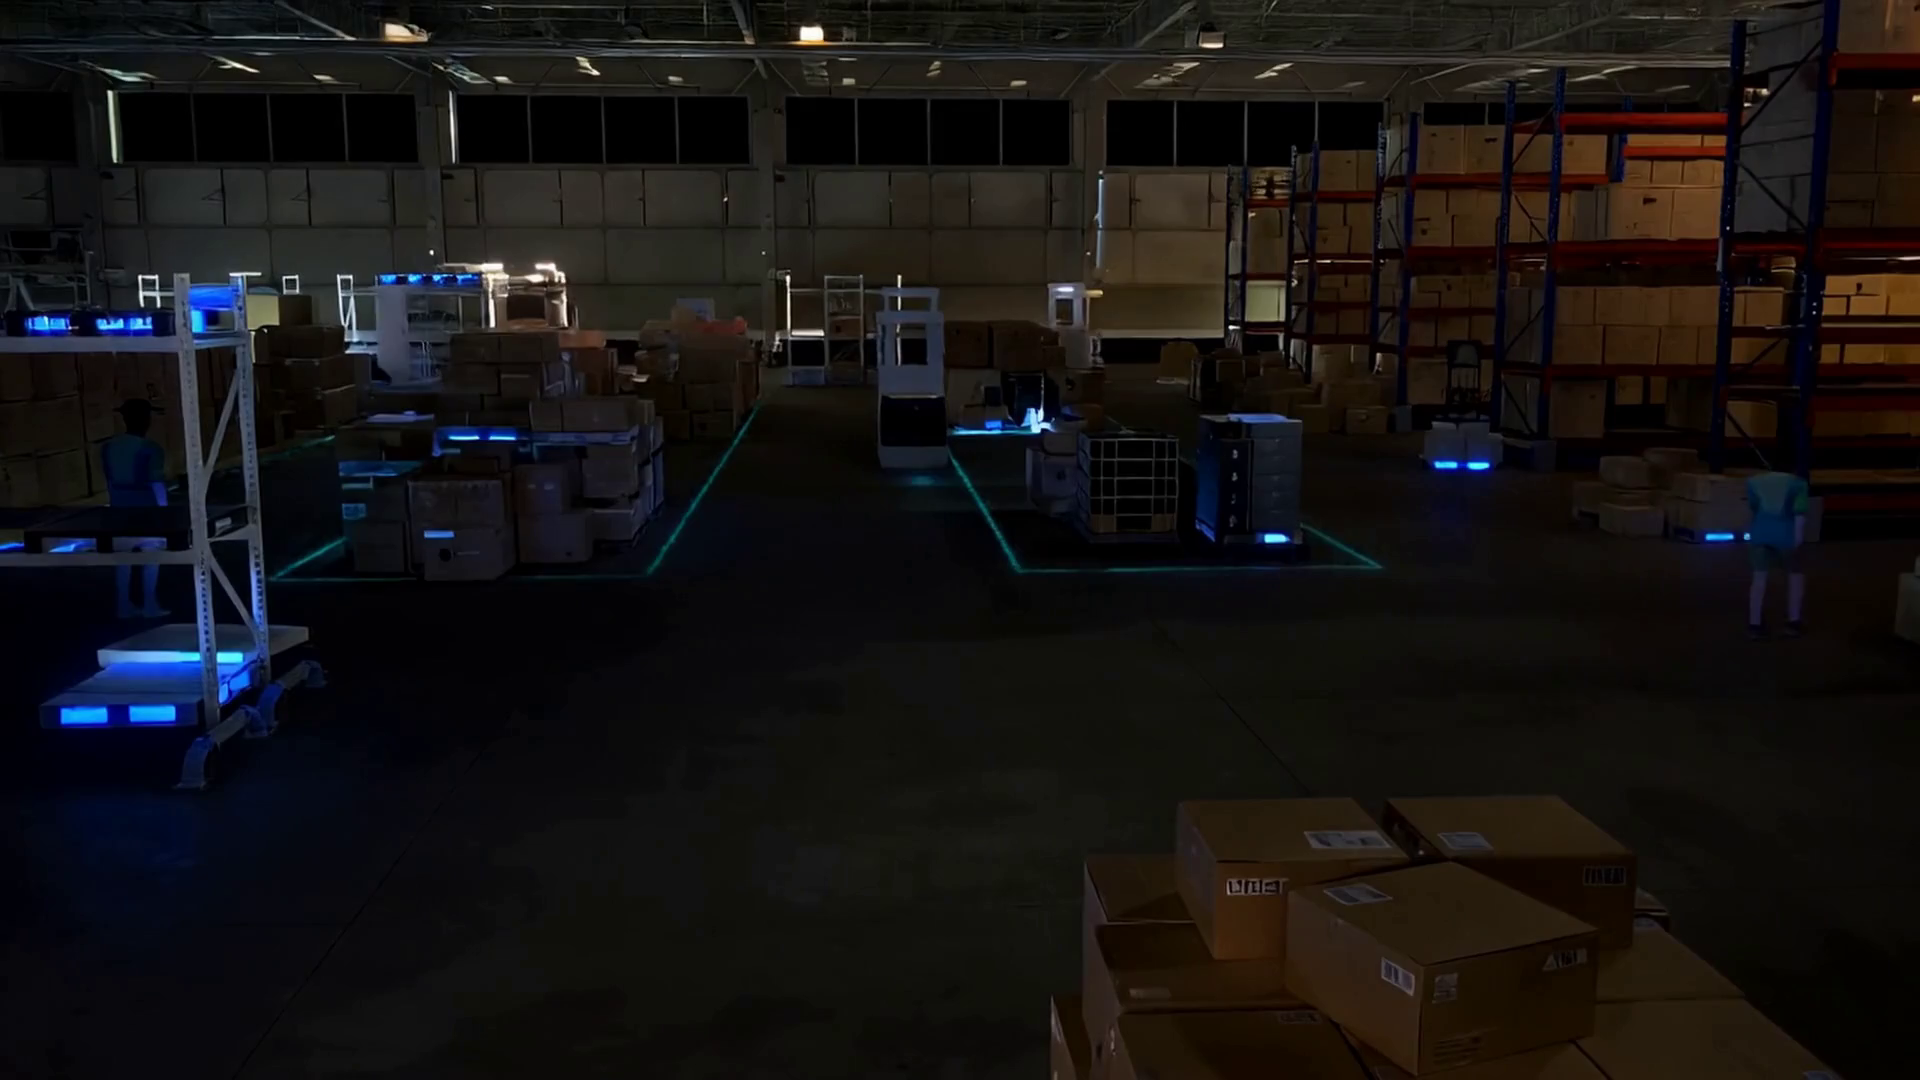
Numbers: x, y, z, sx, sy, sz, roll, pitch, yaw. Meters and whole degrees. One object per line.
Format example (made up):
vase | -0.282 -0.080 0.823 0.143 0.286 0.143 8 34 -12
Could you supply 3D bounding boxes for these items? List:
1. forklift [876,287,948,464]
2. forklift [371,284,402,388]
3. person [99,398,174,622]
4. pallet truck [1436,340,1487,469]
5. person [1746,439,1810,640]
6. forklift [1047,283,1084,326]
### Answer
forklift | -0.791 -2.704 27.011 1.129 2.768 1.873 -1 9 -4
forklift | -13.314 -4.566 38.702 1.873 2.768 1.129 -1 9 -7
person | -7.203 -0.261 14.587 0.607 1.955 0.376 2 9 11
pallet truck | 8.004 -2.170 26.422 0.823 1.965 1.885 2 9 14
person | 6.838 -0.003 13.842 0.687 1.671 0.546 -6 11 -34
forklift | 2.748 -5.367 43.728 1.129 2.768 1.873 -3 10 -19
